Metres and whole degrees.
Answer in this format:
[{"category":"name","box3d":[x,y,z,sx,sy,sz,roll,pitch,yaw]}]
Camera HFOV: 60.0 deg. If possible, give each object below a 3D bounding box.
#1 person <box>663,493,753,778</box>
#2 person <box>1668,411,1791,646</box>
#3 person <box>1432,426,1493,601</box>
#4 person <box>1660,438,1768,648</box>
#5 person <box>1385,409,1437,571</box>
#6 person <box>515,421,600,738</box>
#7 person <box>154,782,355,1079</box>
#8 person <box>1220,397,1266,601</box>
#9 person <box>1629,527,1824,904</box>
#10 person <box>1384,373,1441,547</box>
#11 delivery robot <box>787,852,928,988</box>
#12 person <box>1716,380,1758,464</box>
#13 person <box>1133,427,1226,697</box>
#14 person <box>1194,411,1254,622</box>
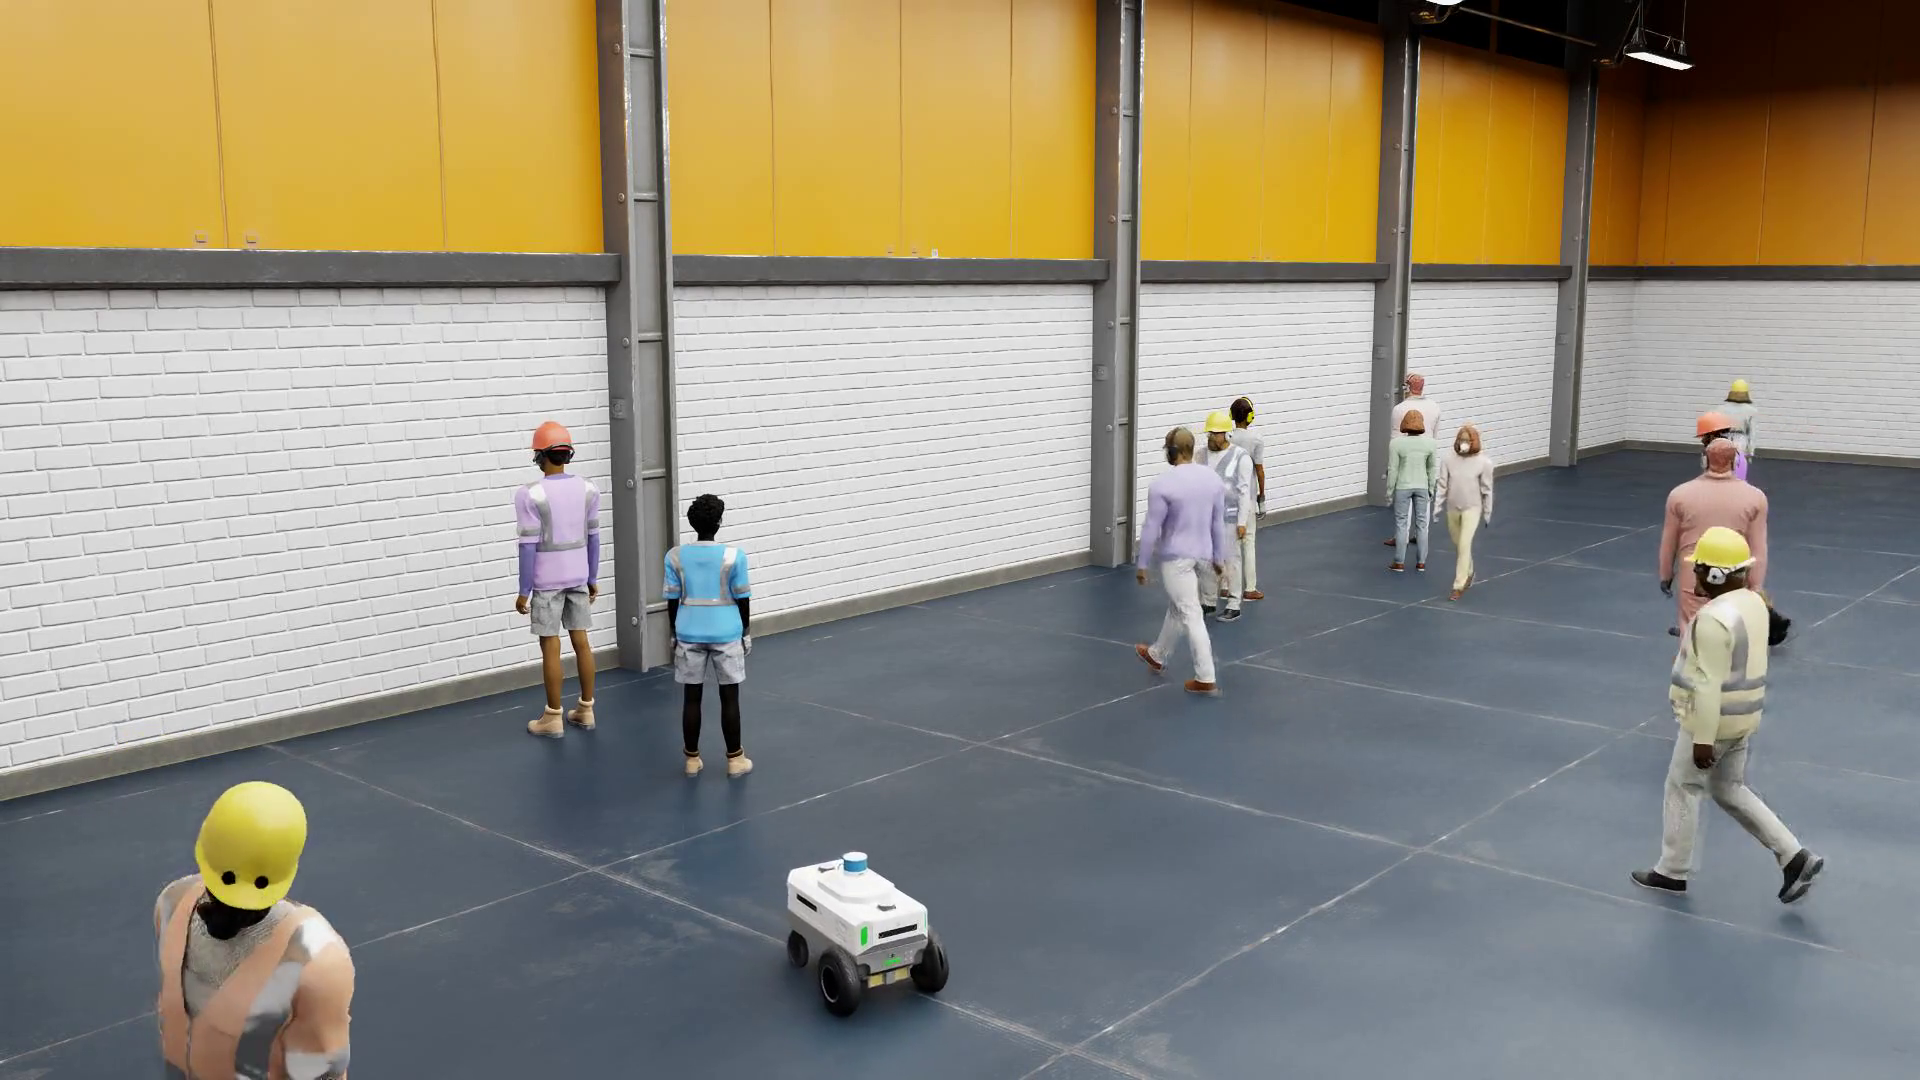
[{"category":"person","box3d":[-1.480,0.571,9.844,0.529,1.697,0.321,1,9,7]},{"category":"person","box3d":[6.225,-0.079,13.349,0.565,1.895,0.885,-7,12,-39]},{"category":"person","box3d":[4.711,-0.280,15.496,0.498,1.598,0.816,8,12,40]},{"category":"person","box3d":[5.135,0.243,11.358,0.667,1.873,0.946,4,10,26]},{"category":"person","box3d":[4.538,-0.495,16.746,0.507,1.632,0.276,-1,9,-5]},{"category":"person","box3d":[-2.609,0.253,10.762,0.375,2.043,0.611,8,12,41]},{"category":"person","box3d":[-1.675,1.435,3.888,0.710,1.878,0.380,6,11,31]},{"category":"person","box3d":[2.568,-0.375,15.246,0.514,1.873,0.329,5,10,30]},{"category":"person","box3d":[3.644,0.842,7.825,0.752,1.811,0.602,9,13,44]},{"category":"person","box3d":[4.943,-0.872,18.253,0.643,1.909,0.410,-5,10,-28]},{"category":"delivery robot","box3d":[-0.438,1.553,6.965,0.477,0.478,0.707,-6,11,-32]},{"category":"person","box3d":[9.478,-1.111,20.404,0.504,1.695,0.891,3,9,17]},{"category":"person","box3d":[1.538,0.134,11.970,0.647,1.887,1.040,-6,11,-35]},{"category":"person","box3d":[2.233,-0.206,14.353,0.586,1.824,0.404,8,12,42]}]
